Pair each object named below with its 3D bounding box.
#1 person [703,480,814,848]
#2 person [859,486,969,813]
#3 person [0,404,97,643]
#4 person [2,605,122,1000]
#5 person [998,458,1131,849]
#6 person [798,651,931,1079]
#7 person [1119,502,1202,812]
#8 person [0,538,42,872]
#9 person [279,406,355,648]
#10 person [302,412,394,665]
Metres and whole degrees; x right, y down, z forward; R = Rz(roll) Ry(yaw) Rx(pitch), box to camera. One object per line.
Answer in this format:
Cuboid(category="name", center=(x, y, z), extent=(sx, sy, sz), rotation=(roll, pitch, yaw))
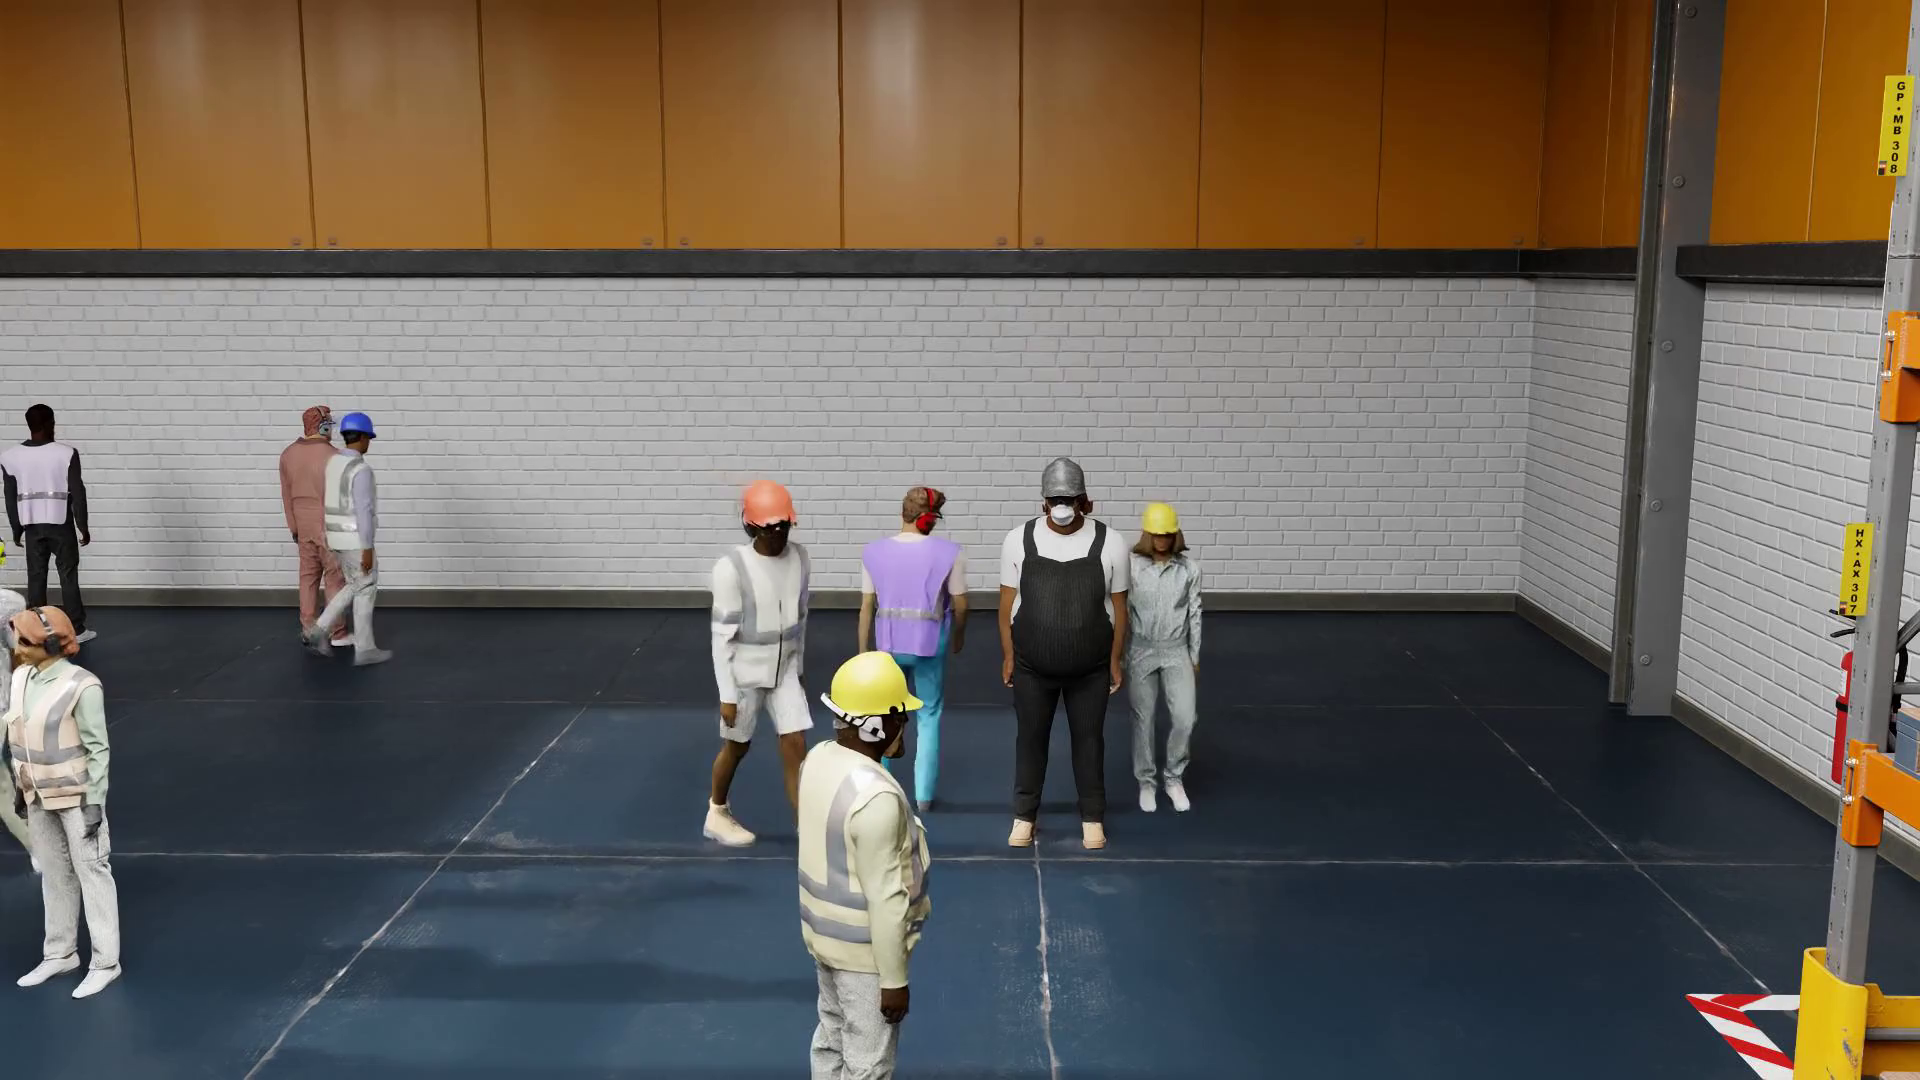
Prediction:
Cuboid(category="person", center=(-0.960, 0.663, 8.296), extent=(0.671, 1.962, 1.069), rotation=(-9, 13, -42))
Cuboid(category="person", center=(-0.240, 0.605, 9.134), extent=(0.586, 1.810, 0.556), rotation=(2, 10, 14))
Cuboid(category="person", center=(-7.198, -0.113, 13.130), extent=(0.587, 1.914, 0.390), rotation=(-2, 10, -9))
Cuboid(category="person", center=(-3.710, 1.070, 6.870), extent=(0.512, 1.638, 0.312), rotation=(4, 10, 24))
Cuboid(category="person", center=(0.531, 0.586, 8.563), extent=(0.682, 2.000, 0.537), rotation=(1, 10, 5))
Cuboid(category="person", center=(-0.294, 1.247, 5.221), extent=(0.403, 1.831, 0.596), rotation=(-4, 10, -25))
Cuboid(category="person", center=(1.089, 0.653, 9.095), extent=(0.498, 1.730, 0.438), rotation=(0, 9, -3))
Cuboid(category="person", center=(-4.649, 0.817, 7.893), extent=(0.529, 1.808, 0.976), rotation=(1, 10, 7))
Cuboid(category="person", center=(-4.999, -0.103, 13.088), extent=(0.652, 1.906, 0.409), rotation=(4, 10, 24))
Cuboid(category="person", center=(-4.550, 0.009, 12.396), extent=(0.557, 1.913, 0.631), rotation=(-9, 13, -43))
